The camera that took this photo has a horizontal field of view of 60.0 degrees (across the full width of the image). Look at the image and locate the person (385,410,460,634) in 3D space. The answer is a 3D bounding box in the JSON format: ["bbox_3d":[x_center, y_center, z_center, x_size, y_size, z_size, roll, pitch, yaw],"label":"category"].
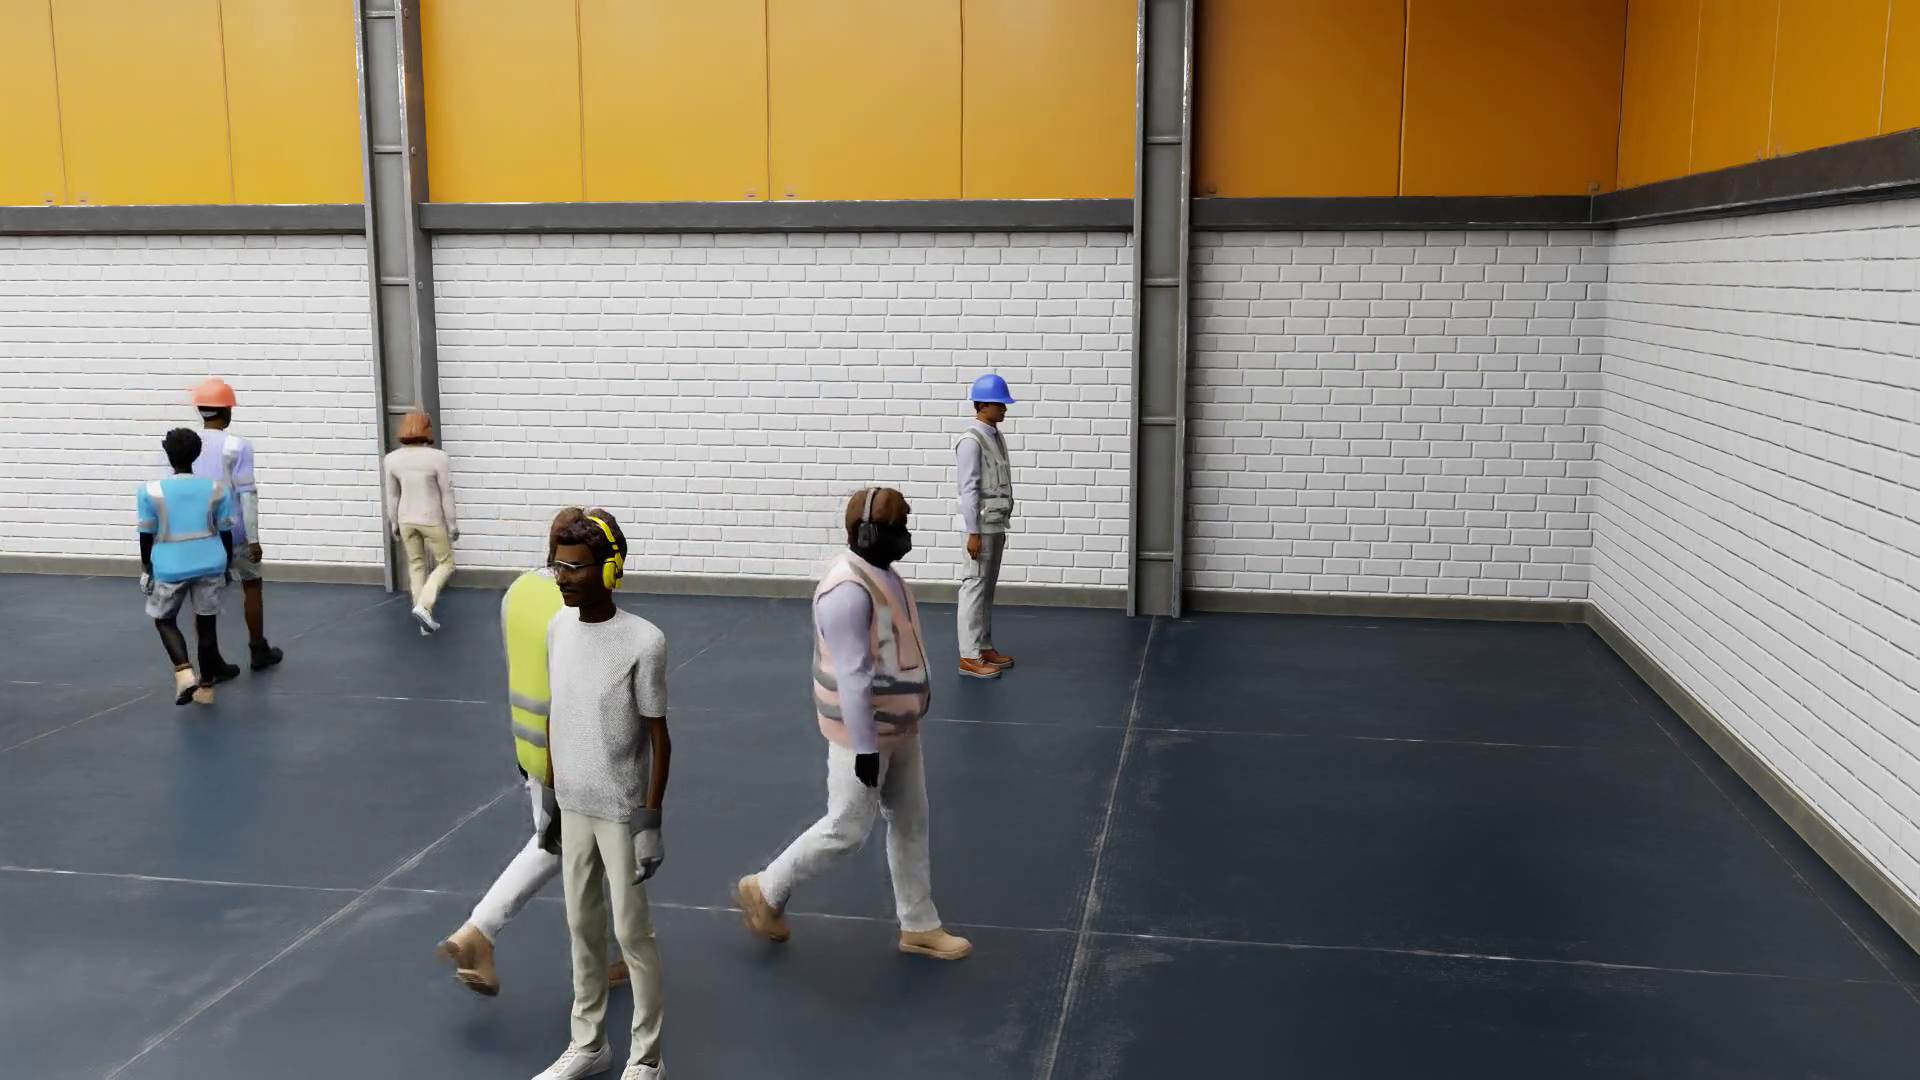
[{"bbox_3d":[-3.820,-0.110,11.784,0.524,1.619,0.463,2,9,10],"label":"person"}]

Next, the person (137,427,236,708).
[{"bbox_3d":[-4.564,0.175,9.844,0.554,1.684,0.365,-7,11,-35],"label":"person"}]

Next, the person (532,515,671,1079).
[{"bbox_3d":[-1.124,0.845,5.166,0.508,1.872,0.329,6,11,31],"label":"person"}]

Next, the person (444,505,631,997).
[{"bbox_3d":[-1.411,0.775,5.818,0.641,1.807,0.701,9,13,44],"label":"person"}]

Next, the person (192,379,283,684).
[{"bbox_3d":[-4.683,-0.074,10.682,0.571,1.913,0.780,1,9,4],"label":"person"}]

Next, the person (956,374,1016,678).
[{"bbox_3d":[0.169,-0.097,10.733,0.400,1.945,0.615,3,10,17],"label":"person"}]

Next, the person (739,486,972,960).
[{"bbox_3d":[-0.396,0.695,6.267,0.828,1.820,0.623,3,10,17],"label":"person"}]
